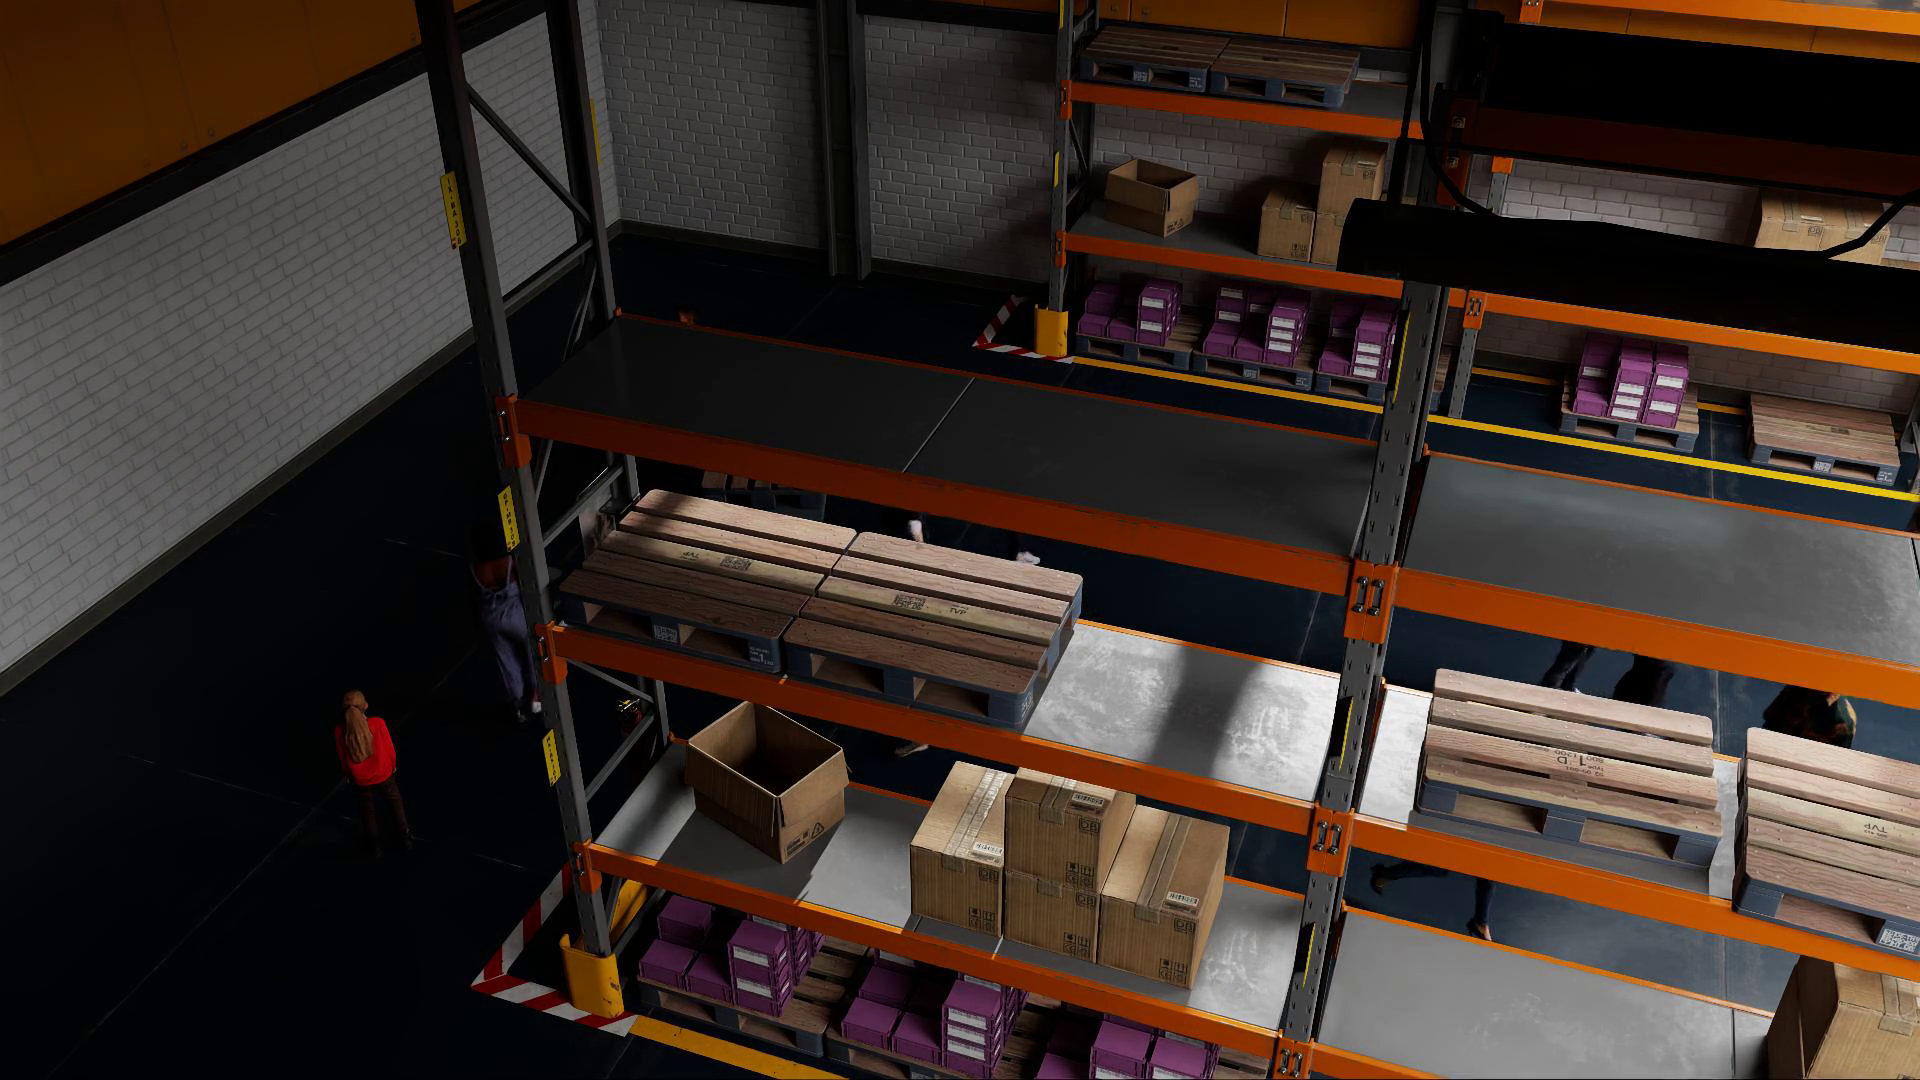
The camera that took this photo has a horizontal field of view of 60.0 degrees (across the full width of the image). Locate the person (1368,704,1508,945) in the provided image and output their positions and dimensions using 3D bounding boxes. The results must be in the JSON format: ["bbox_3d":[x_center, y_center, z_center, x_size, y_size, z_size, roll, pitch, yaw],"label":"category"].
[{"bbox_3d":[2.944,1.701,9.928,1.176,1.760,0.804,22,39,29],"label":"person"}]

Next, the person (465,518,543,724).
[{"bbox_3d":[-3.172,0.617,11.624,0.726,1.688,0.800,-4,34,-6],"label":"person"}]

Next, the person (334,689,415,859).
[{"bbox_3d":[-3.781,1.490,10.679,0.558,1.280,0.628,-11,35,-16],"label":"person"}]
